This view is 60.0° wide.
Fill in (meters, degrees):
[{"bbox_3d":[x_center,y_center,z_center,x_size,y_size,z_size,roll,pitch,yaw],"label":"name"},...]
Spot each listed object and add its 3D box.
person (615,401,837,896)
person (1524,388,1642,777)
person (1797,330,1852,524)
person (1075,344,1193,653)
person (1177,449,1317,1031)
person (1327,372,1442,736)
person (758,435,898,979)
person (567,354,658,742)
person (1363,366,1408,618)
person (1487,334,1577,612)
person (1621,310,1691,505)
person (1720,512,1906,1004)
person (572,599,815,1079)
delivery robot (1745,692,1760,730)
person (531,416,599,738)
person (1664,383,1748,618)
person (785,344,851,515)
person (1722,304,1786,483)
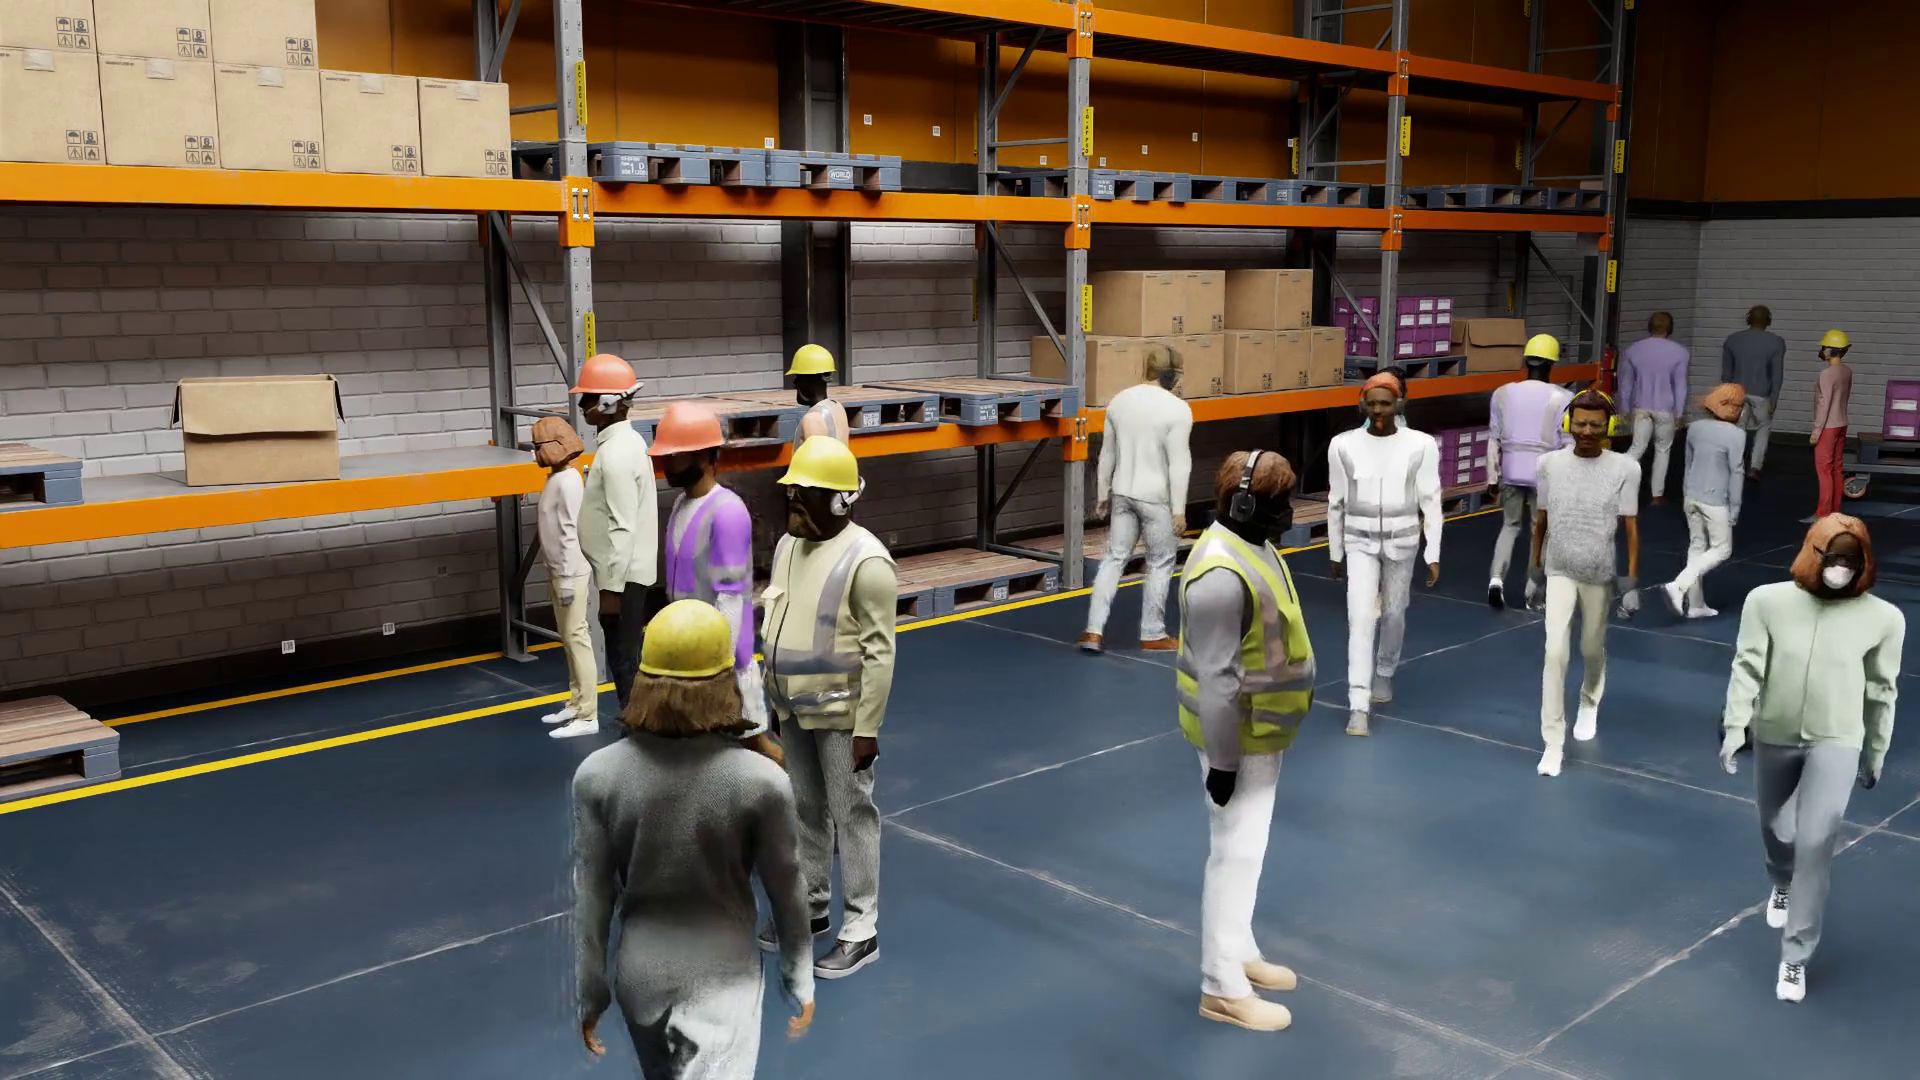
[{"bbox_3d":[-0.907,0.398,6.448,0.963,1.899,0.537,-7,12,-36],"label":"person"},{"bbox_3d":[3.024,0.162,8.070,0.535,1.821,0.962,4,11,24],"label":"person"},{"bbox_3d":[7.877,-1.018,15.093,0.533,1.772,0.298,-8,13,-40],"label":"person"},{"bbox_3d":[1.060,-0.223,10.089,0.647,1.908,0.677,-9,13,-44],"label":"person"},{"bbox_3d":[0.914,0.620,5.328,0.429,1.836,0.631,4,10,20],"label":"person"},{"bbox_3d":[2.225,0.033,8.754,0.591,1.844,0.966,3,10,15],"label":"person"},{"bbox_3d":[-0.470,0.558,5.672,0.403,1.837,0.590,-9,13,-41],"label":"person"},{"bbox_3d":[-1.560,0.157,7.556,0.382,1.995,0.612,-2,10,-9],"label":"person"},{"bbox_3d":[2.884,-0.329,11.271,0.318,1.697,0.535,6,11,30],"label":"person"},{"bbox_3d":[3.886,-0.440,11.298,0.598,1.908,0.533,9,13,43],"label":"person"},{"bbox_3d":[6.686,-1.261,16.096,0.635,1.919,0.779,9,13,42],"label":"person"},{"bbox_3d":[2.906,0.674,5.685,0.504,1.595,0.826,6,11,32],"label":"person"},{"bbox_3d":[-0.585,0.971,3.670,0.502,1.695,0.917,2,10,10],"label":"person"},{"bbox_3d":[4.123,0.723,8.176,0.477,0.478,0.707,9,13,44],"label":"delivery robot"},{"bbox_3d":[-2.017,0.184,8.474,0.270,1.627,0.502,-4,11,-23],"label":"person"},{"bbox_3d":[4.914,-0.243,11.003,0.547,1.608,0.520,-4,10,-22],"label":"person"},{"bbox_3d":[-0.827,-0.168,9.652,0.371,1.925,0.595,1,10,8],"label":"person"},{"bbox_3d":[8.438,-1.541,17.731,0.640,1.921,0.542,8,12,38],"label":"person"}]
